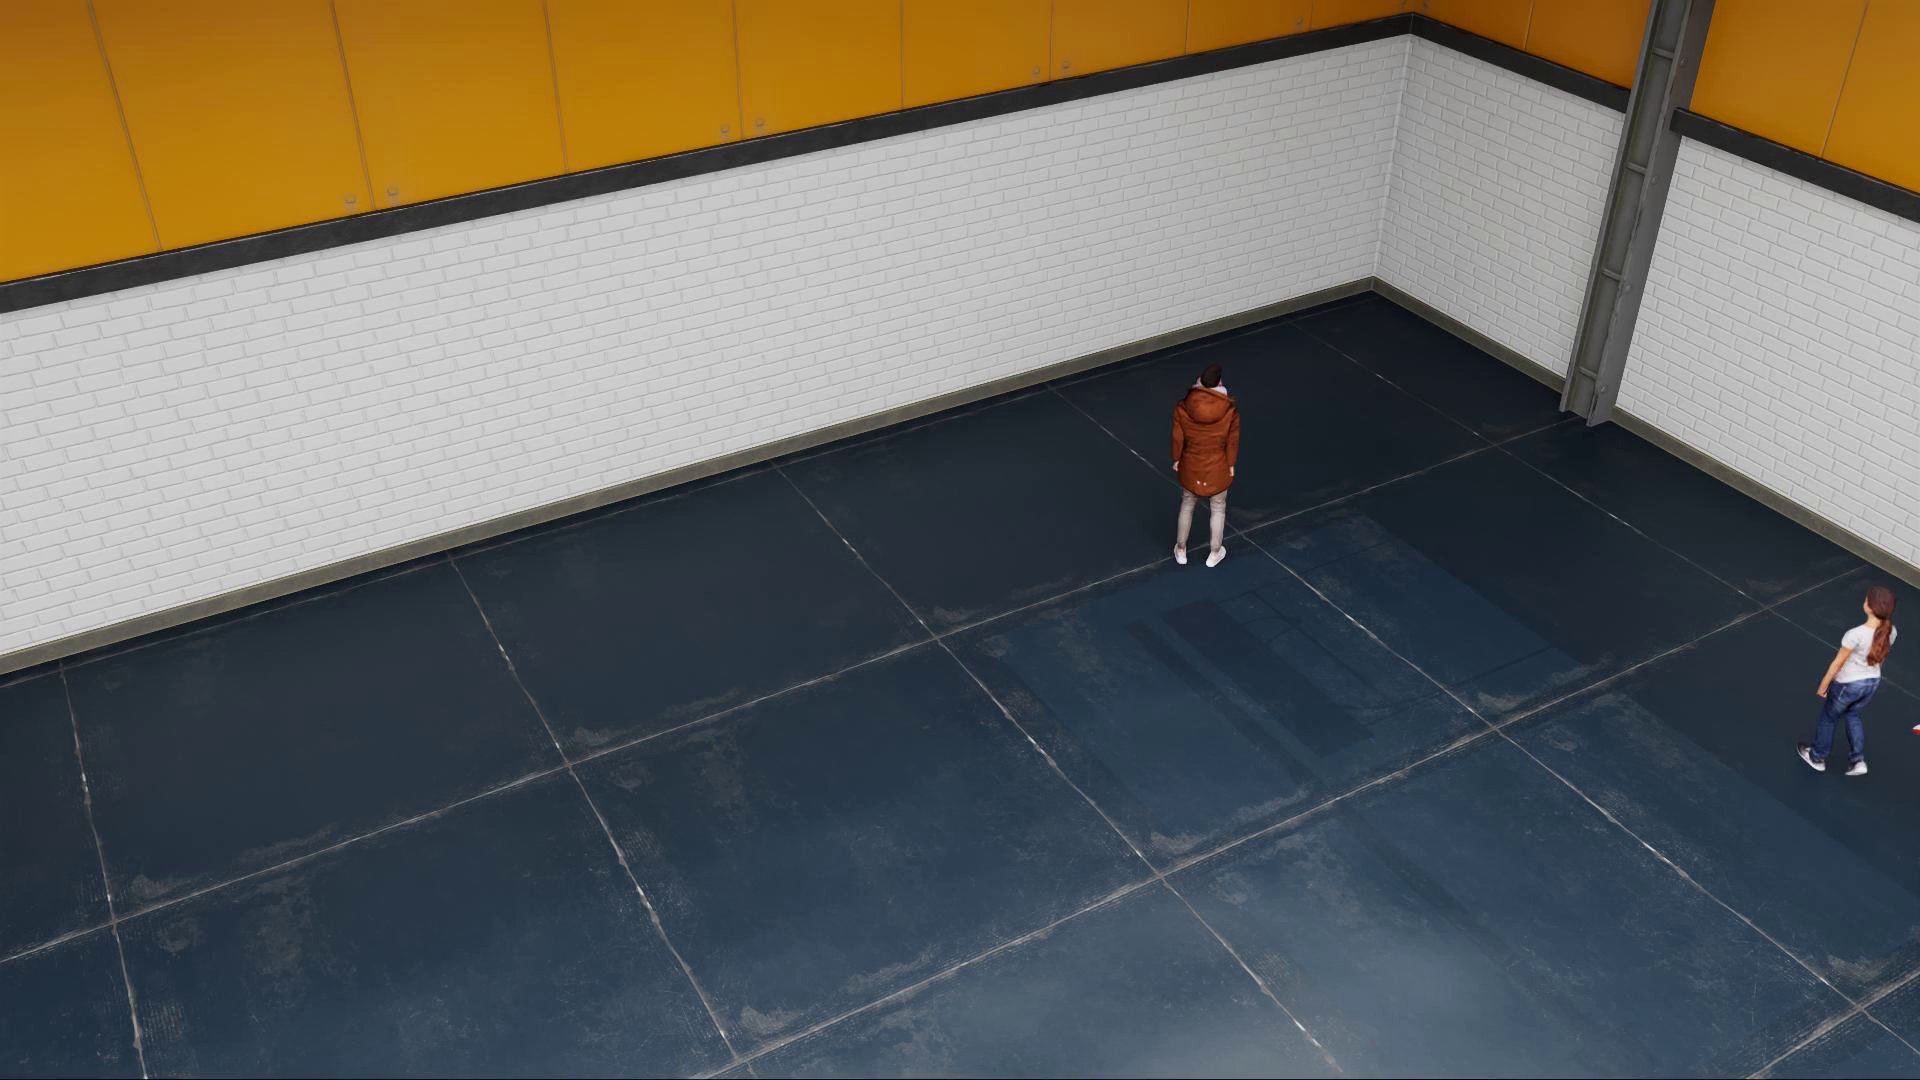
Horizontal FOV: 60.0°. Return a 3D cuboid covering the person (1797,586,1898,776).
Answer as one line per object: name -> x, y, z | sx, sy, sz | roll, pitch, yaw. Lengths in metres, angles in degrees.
person -> 6.122, 1.004, 11.310 | 0.701, 1.556, 0.861 | -6, 34, -8

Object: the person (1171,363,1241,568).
person -> 1.986, -0.601, 13.469 | 0.856, 1.839, 0.916 | 8, 35, 12
